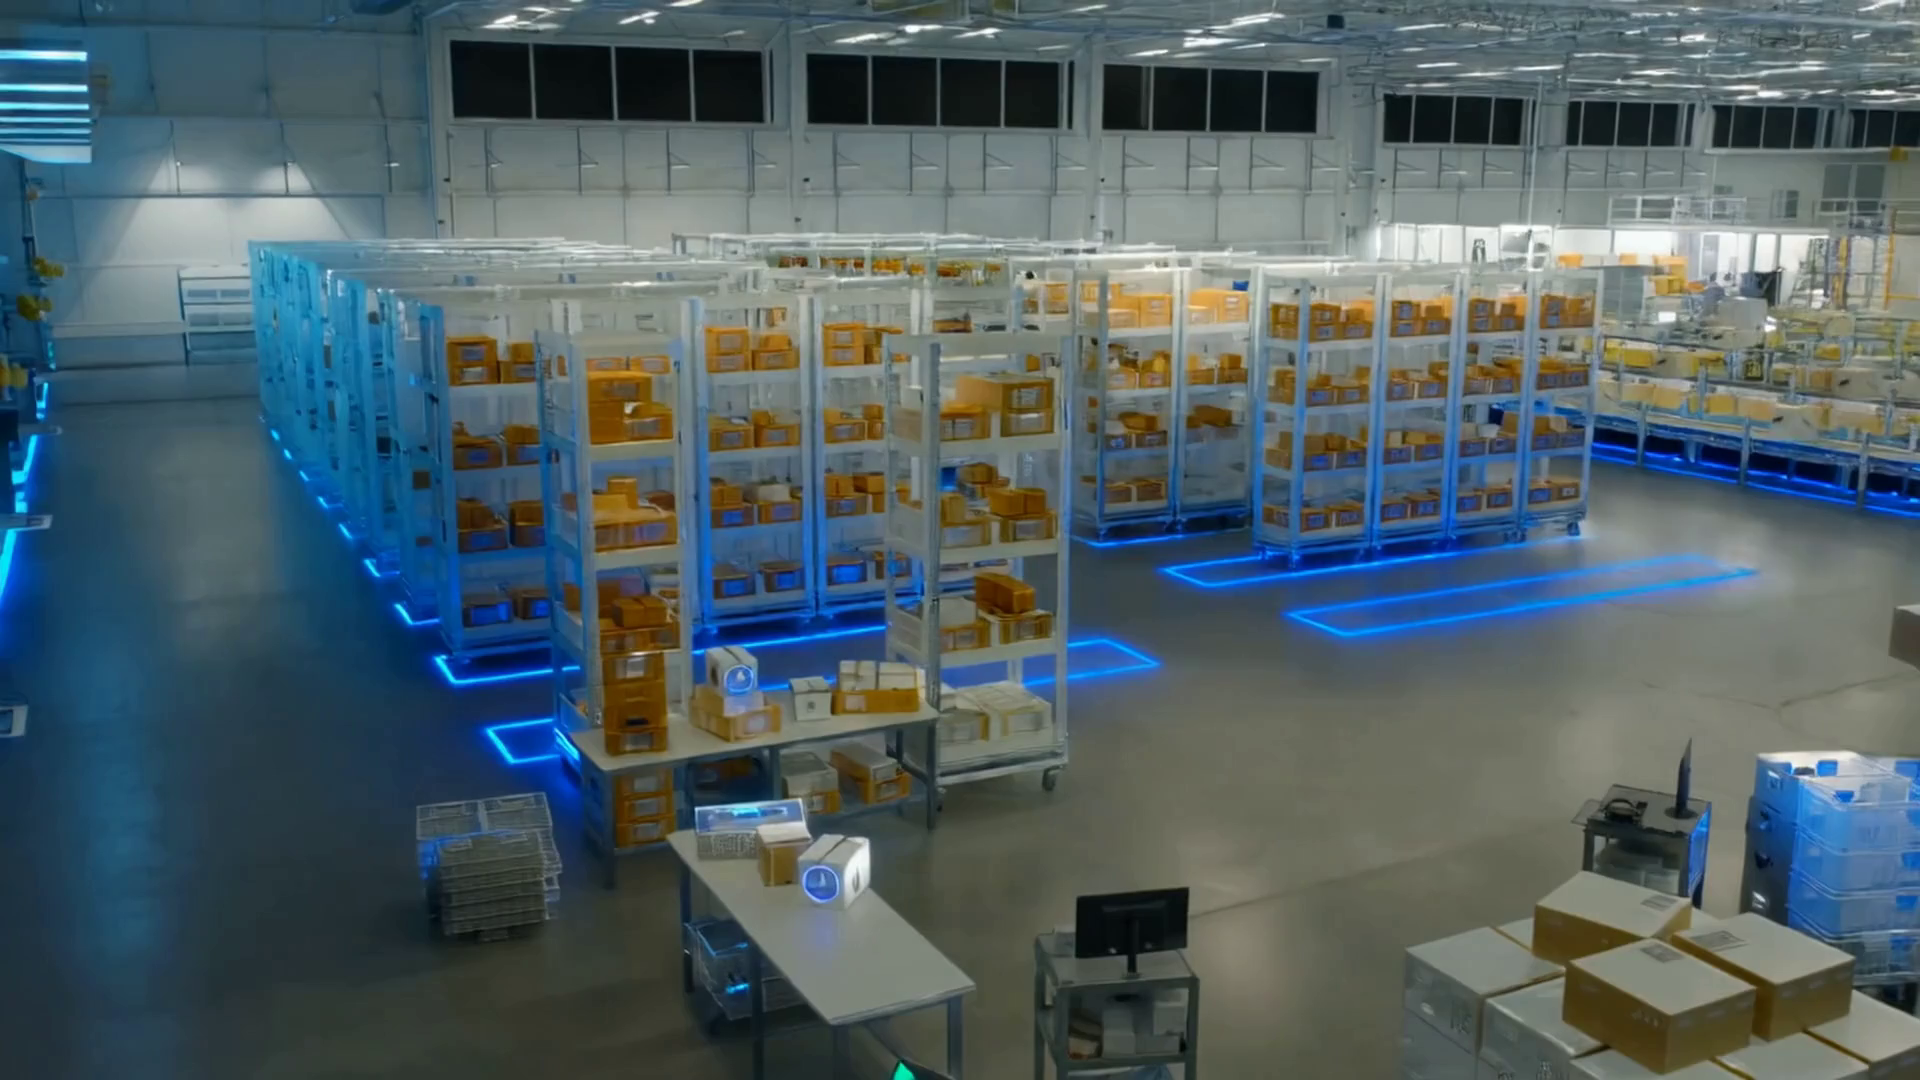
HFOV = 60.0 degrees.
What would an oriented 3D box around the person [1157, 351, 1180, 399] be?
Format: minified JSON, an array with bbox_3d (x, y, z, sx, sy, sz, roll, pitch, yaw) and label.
[{"bbox_3d":[4.648,-4.062,36.820,0.639,1.903,0.407,-3,12,-12],"label":"person"}]

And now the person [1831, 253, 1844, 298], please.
[{"bbox_3d":[36.898,-11.093,69.766,0.593,1.873,0.520,-6,14,-28],"label":"person"}]

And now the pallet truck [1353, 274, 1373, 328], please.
[{"bbox_3d":[13.011,-8.050,55.243,0.823,1.965,1.885,-7,14,-28],"label":"pallet truck"}]
